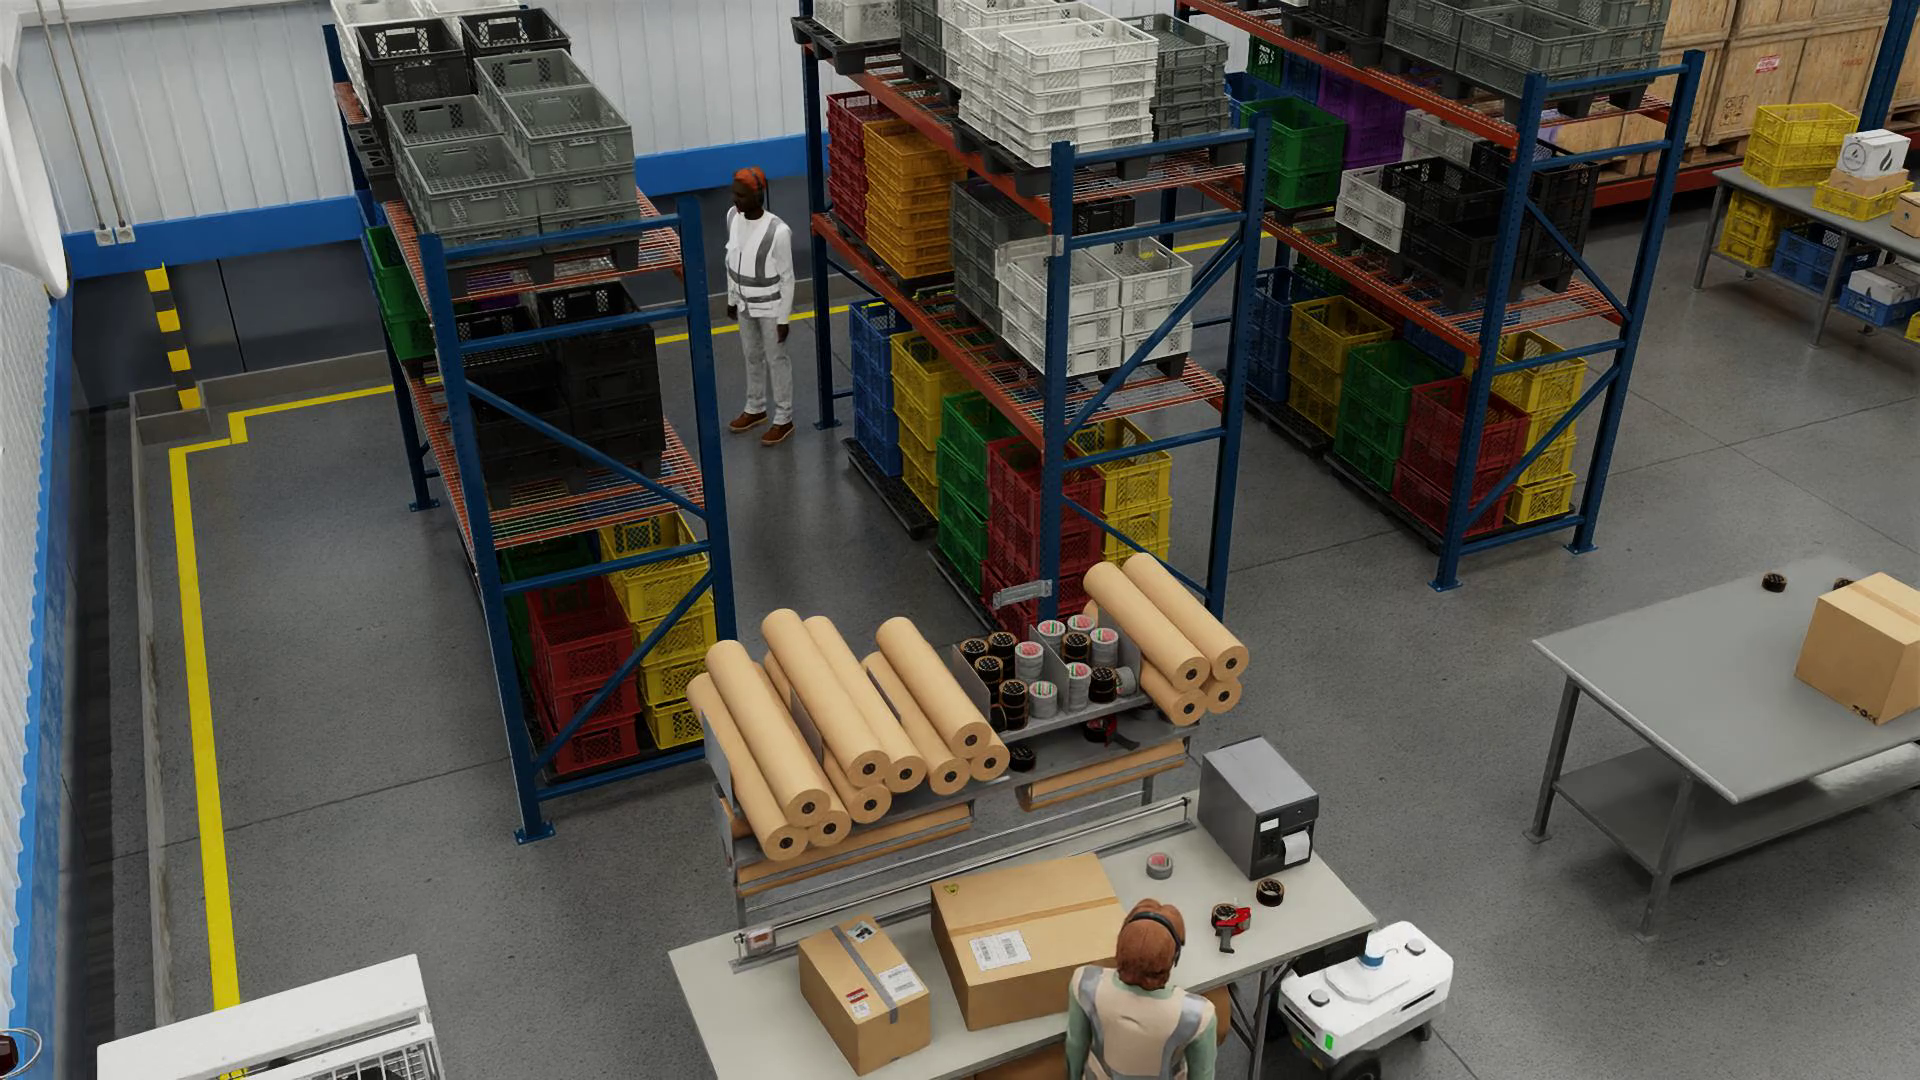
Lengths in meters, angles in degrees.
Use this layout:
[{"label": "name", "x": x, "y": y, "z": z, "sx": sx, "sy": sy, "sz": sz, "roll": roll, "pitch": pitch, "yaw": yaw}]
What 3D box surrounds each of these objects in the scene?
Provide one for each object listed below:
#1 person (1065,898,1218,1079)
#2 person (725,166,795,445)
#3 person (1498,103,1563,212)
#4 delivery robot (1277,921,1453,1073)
[{"label": "person", "x": 0.594, "y": 1.882, "z": 5.598, "sx": 0.517, "sy": 1.633, "sz": 0.311, "roll": 12, "pitch": 33, "yaw": 18}, {"label": "person", "x": -1.320, "y": -1.530, "z": 10.904, "sx": 0.574, "sy": 1.883, "sz": 0.355, "roll": 25, "pitch": 39, "yaw": 34}, {"label": "person", "x": 4.292, "y": -2.848, "z": 13.014, "sx": 0.651, "sy": 1.934, "sz": 0.570, "roll": -19, "pitch": 36, "yaw": -27}, {"label": "delivery robot", "x": 1.623, "y": 1.805, "z": 6.658, "sx": 0.707, "sy": 0.478, "sz": 0.477, "roll": -18, "pitch": 36, "yaw": -27}]
